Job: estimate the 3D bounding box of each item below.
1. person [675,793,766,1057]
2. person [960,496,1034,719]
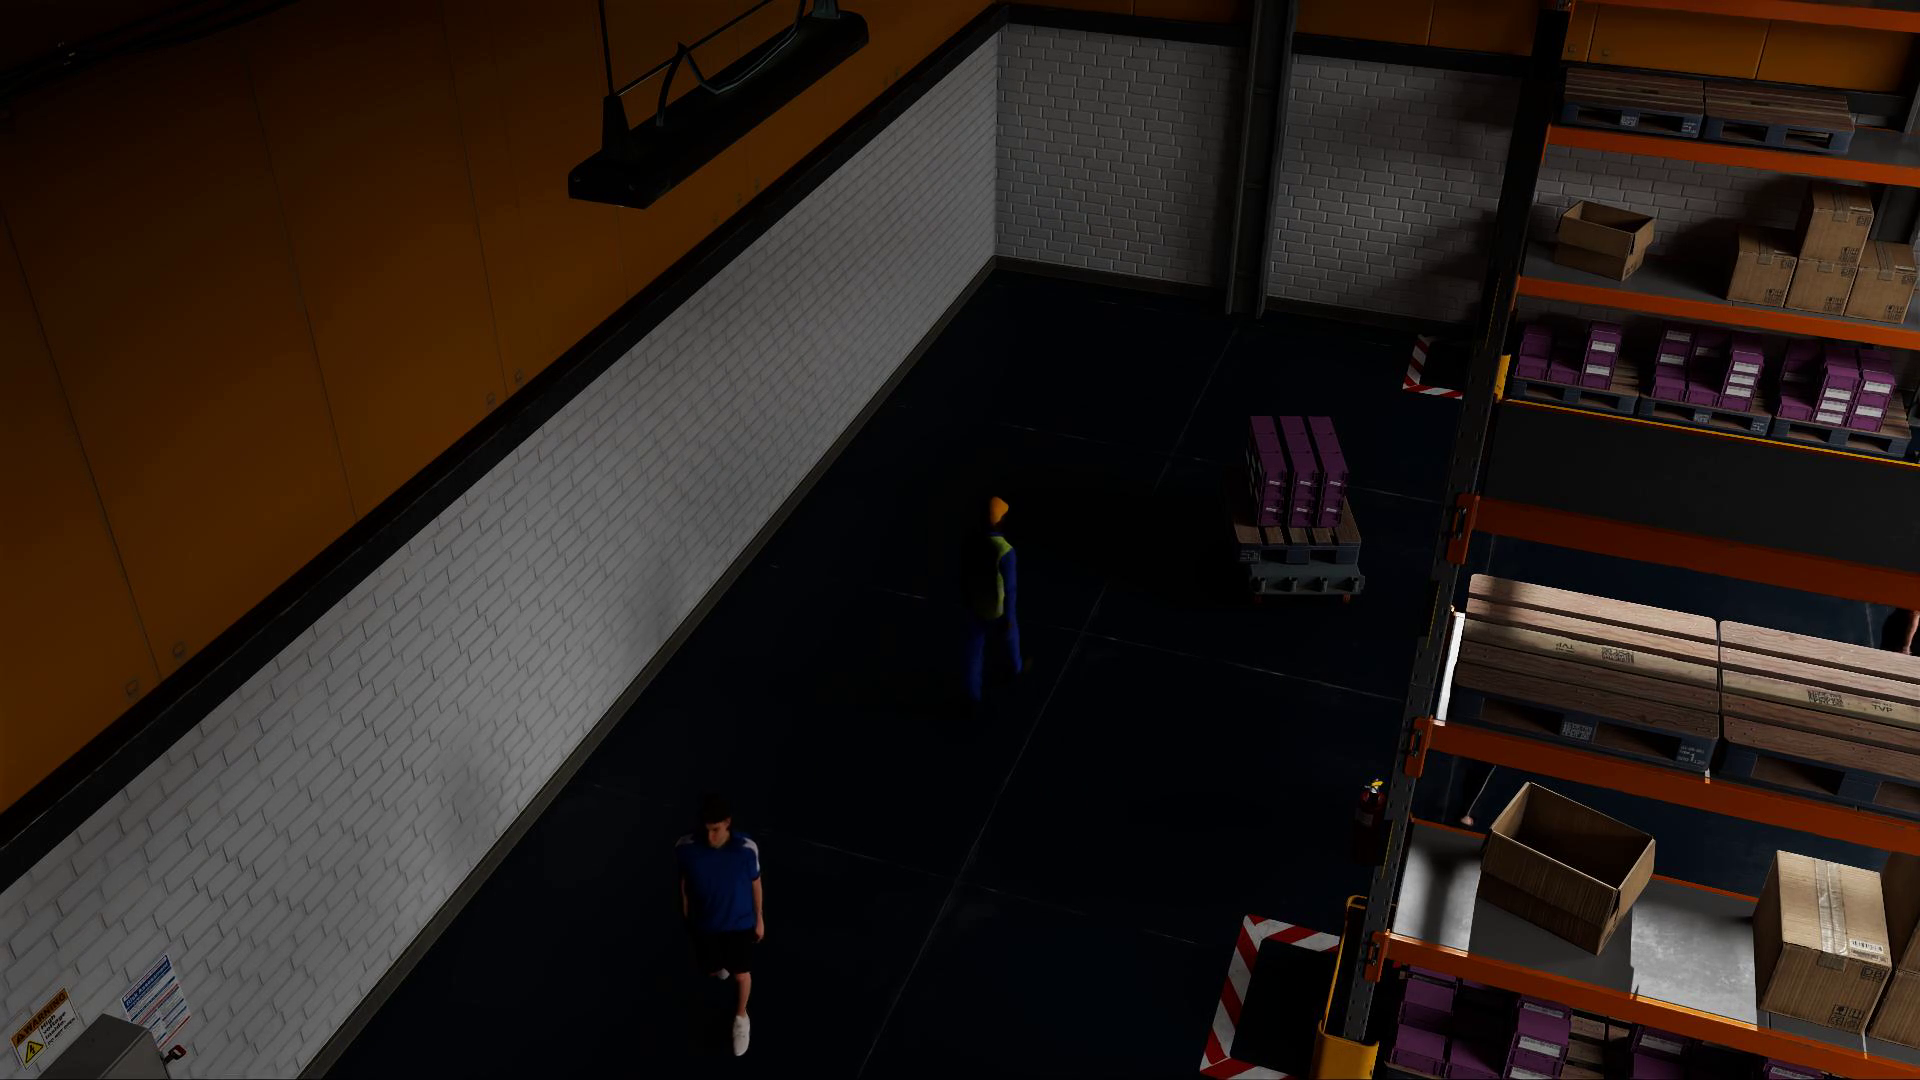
[{"bbox_3d":[-1.362,2.129,9.707,1.033,1.848,0.944,-1,34,-1],"label":"person"},{"bbox_3d":[0.160,0.517,12.187,0.992,1.787,0.818,16,37,22],"label":"person"}]
